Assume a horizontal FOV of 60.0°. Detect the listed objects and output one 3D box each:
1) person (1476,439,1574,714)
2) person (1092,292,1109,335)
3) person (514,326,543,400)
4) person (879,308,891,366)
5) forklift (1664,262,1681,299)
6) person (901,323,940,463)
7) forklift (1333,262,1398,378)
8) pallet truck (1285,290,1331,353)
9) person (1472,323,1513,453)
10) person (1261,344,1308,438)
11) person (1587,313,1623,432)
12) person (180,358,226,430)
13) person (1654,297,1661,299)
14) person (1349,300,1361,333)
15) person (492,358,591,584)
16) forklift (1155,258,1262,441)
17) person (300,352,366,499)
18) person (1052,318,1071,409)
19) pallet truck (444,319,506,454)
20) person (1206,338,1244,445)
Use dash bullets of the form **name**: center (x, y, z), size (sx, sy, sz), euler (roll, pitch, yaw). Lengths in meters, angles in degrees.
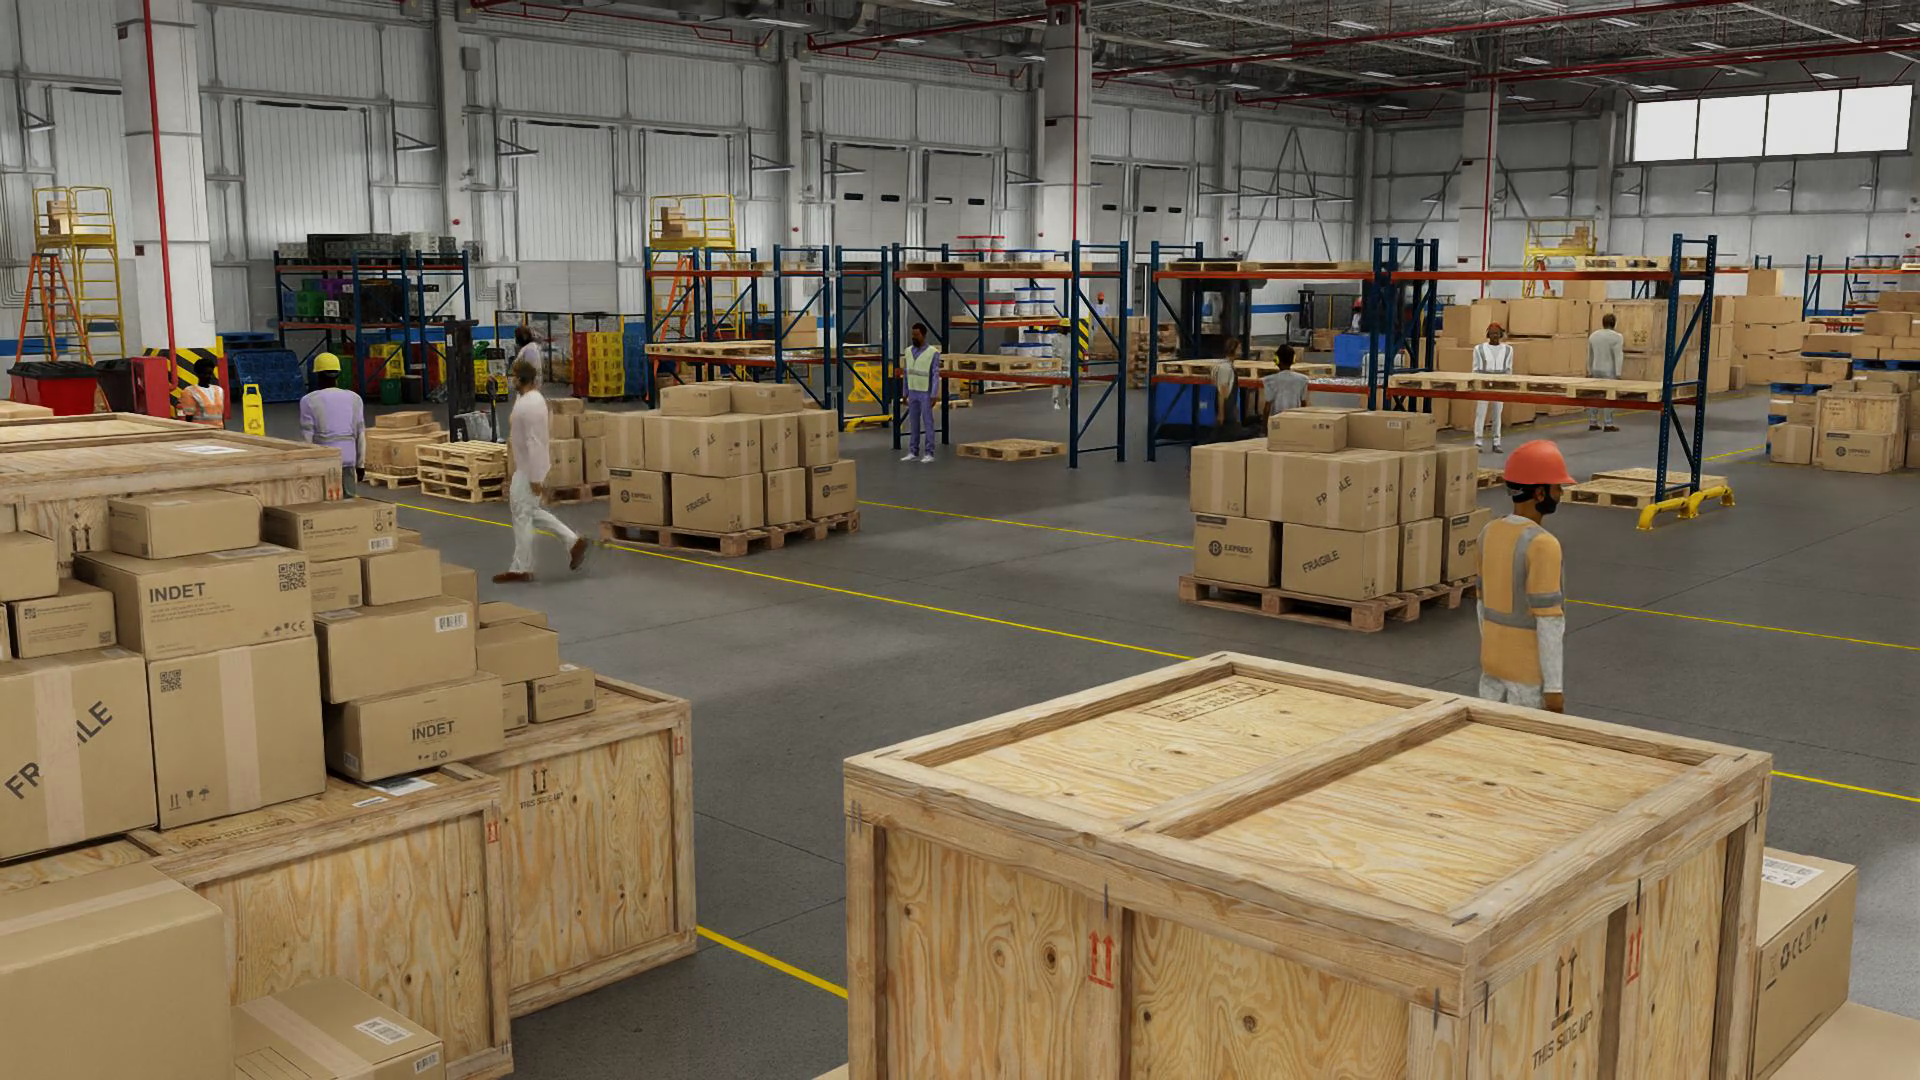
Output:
- **person**: center (2.415, 0.537, 7.123), size (0.350, 1.941, 0.545), euler (-2, 10, -14)
- **person**: center (4.345, -6.692, 51.491), size (0.544, 1.930, 0.389), euler (1, 9, 5)
- **person**: center (-6.283, -2.181, 24.129), size (0.447, 1.830, 0.661), euler (-3, 10, -19)
- **person**: center (-1.993, -5.346, 44.151), size (0.312, 1.633, 0.520), euler (1, 9, 5)
- **forklift**: center (19.278, -6.118, 45.054), size (1.873, 2.768, 1.129), euler (3, 10, 17)
- **person**: center (-0.542, -2.024, 22.900), size (0.592, 1.919, 0.389), euler (7, 11, 35)
- **forklift**: center (10.062, -5.323, 40.178), size (1.873, 2.768, 1.129), euler (-5, 11, -29)
- **pallet truck**: center (11.297, -6.951, 52.861), size (1.885, 1.965, 0.823), euler (-5, 11, -29)
- **person**: center (7.678, -2.189, 24.018), size (0.577, 1.883, 0.353), euler (0, 9, 3)
- **person**: center (3.444, -1.147, 17.692), size (0.508, 1.865, 0.329), euler (-1, 9, -8)
- **person**: center (10.543, -2.736, 27.202), size (0.376, 1.940, 0.629), euler (-6, 11, -33)
- **person**: center (-8.193, -1.127, 18.090), size (0.319, 1.693, 0.532), euler (4, 10, 24)
- **person**: center (18.290, -5.413, 43.640), size (0.628, 1.932, 0.360), euler (-6, 11, -33)
- **person**: center (9.913, -5.072, 41.679), size (0.985, 1.883, 0.548), euler (-2, 9, -10)
- **person**: center (-3.583, -0.588, 14.086), size (0.742, 1.924, 0.638), euler (-2, 10, -13)
- **forklift**: center (3.838, -2.967, 25.736), size (1.129, 2.768, 1.873), euler (6, 11, 31)
- **person**: center (-5.563, -0.696, 14.757), size (0.400, 1.922, 0.593), euler (7, 12, 39)
- **person**: center (1.974, -3.337, 31.503), size (0.485, 1.739, 0.320), euler (-2, 9, -12)
- **pallet truck**: center (-6.981, -1.942, 22.150), size (1.885, 1.965, 0.823), euler (1, 9, 9)
- **person**: center (3.376, -1.635, 20.913), size (0.954, 1.795, 0.521), euler (2, 9, 11)
